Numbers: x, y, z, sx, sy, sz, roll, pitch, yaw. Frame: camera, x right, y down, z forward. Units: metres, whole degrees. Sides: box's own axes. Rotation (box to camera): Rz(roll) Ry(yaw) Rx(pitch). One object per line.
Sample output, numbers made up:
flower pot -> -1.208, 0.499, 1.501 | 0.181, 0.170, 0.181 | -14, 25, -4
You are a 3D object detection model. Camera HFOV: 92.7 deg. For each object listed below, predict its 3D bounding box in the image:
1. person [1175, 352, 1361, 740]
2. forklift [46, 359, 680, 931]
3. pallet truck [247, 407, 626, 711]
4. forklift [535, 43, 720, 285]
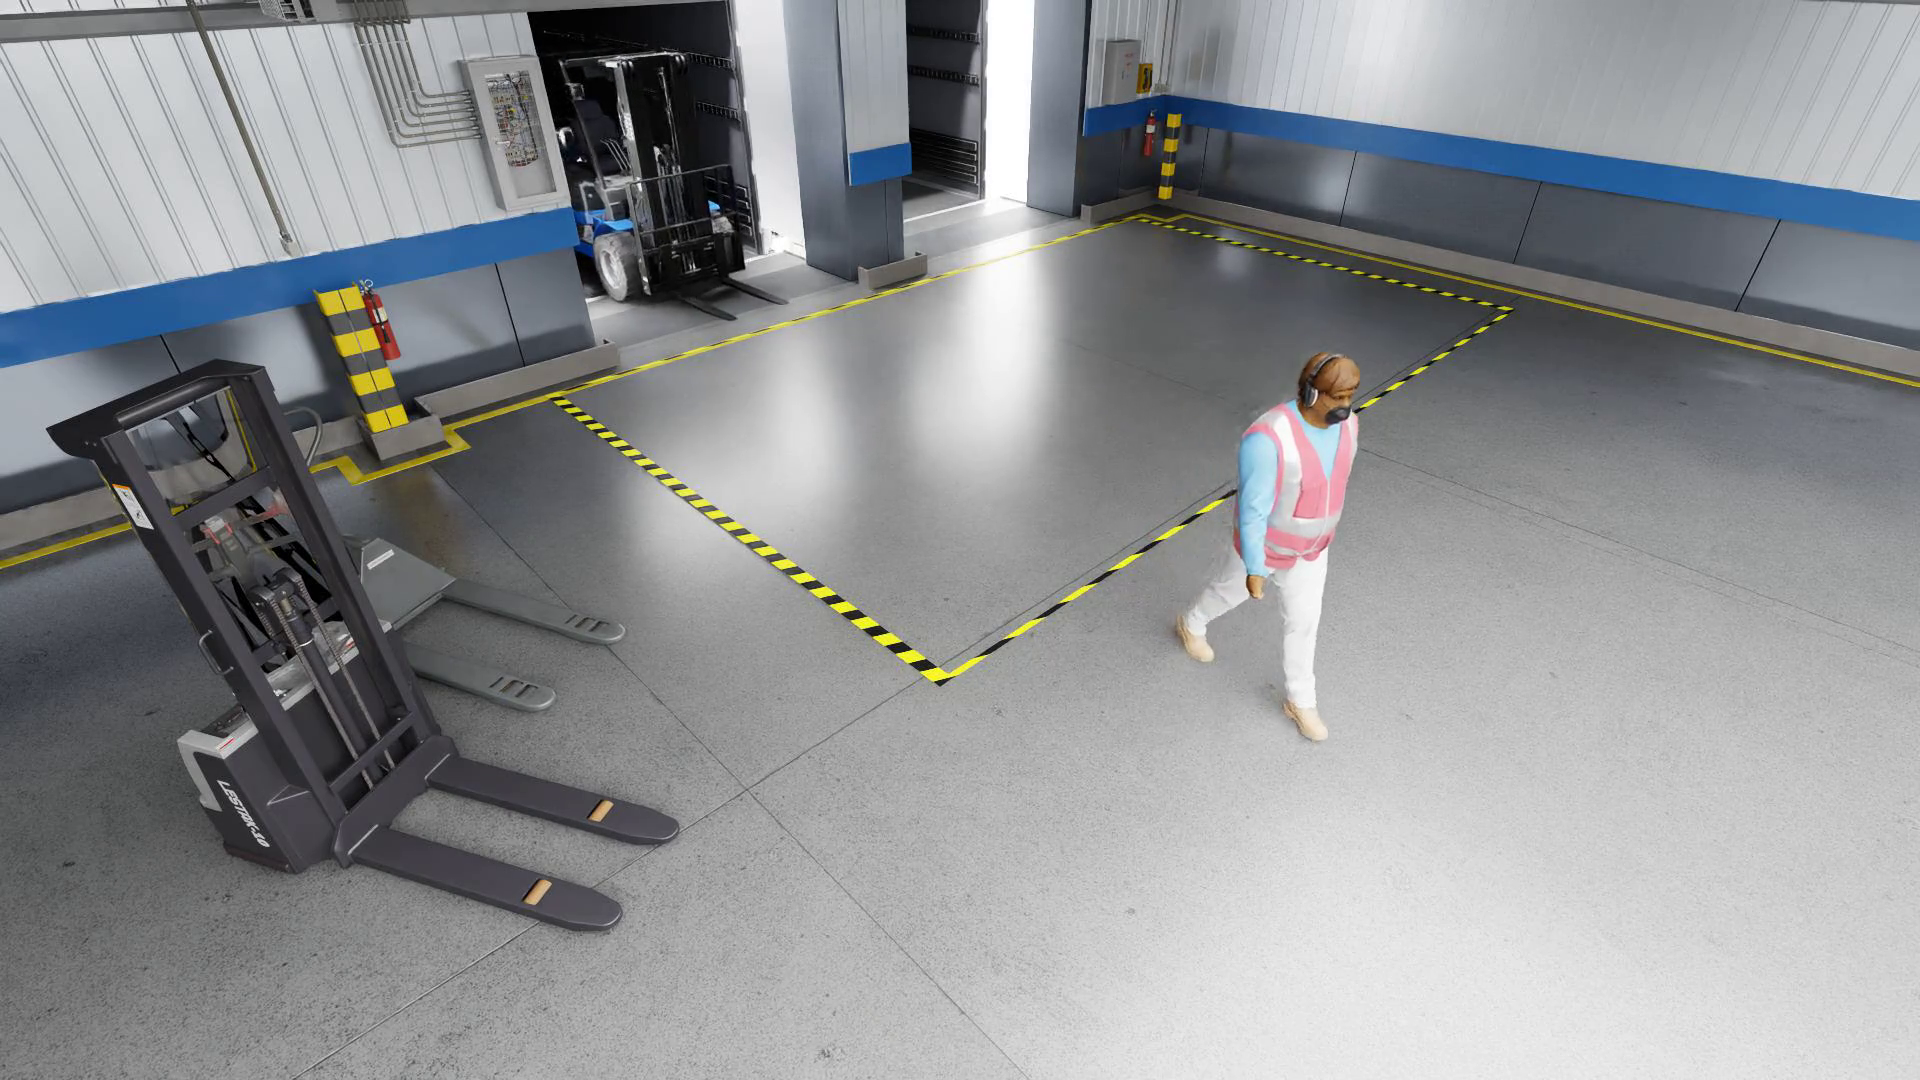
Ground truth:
person -> 1.459, -0.002, 4.165 | 0.636, 1.796, 0.980 | -13, 36, -19
forklift -> -2.135, 0.422, 3.354 | 1.885, 1.965, 0.823 | 10, 35, 14
pallet truck -> -2.628, 0.038, 4.590 | 1.601, 1.201, 0.680 | 12, 36, 18
forklift -> -3.557, -3.926, 9.399 | 2.680, 2.036, 1.157 | 29, 44, 36
